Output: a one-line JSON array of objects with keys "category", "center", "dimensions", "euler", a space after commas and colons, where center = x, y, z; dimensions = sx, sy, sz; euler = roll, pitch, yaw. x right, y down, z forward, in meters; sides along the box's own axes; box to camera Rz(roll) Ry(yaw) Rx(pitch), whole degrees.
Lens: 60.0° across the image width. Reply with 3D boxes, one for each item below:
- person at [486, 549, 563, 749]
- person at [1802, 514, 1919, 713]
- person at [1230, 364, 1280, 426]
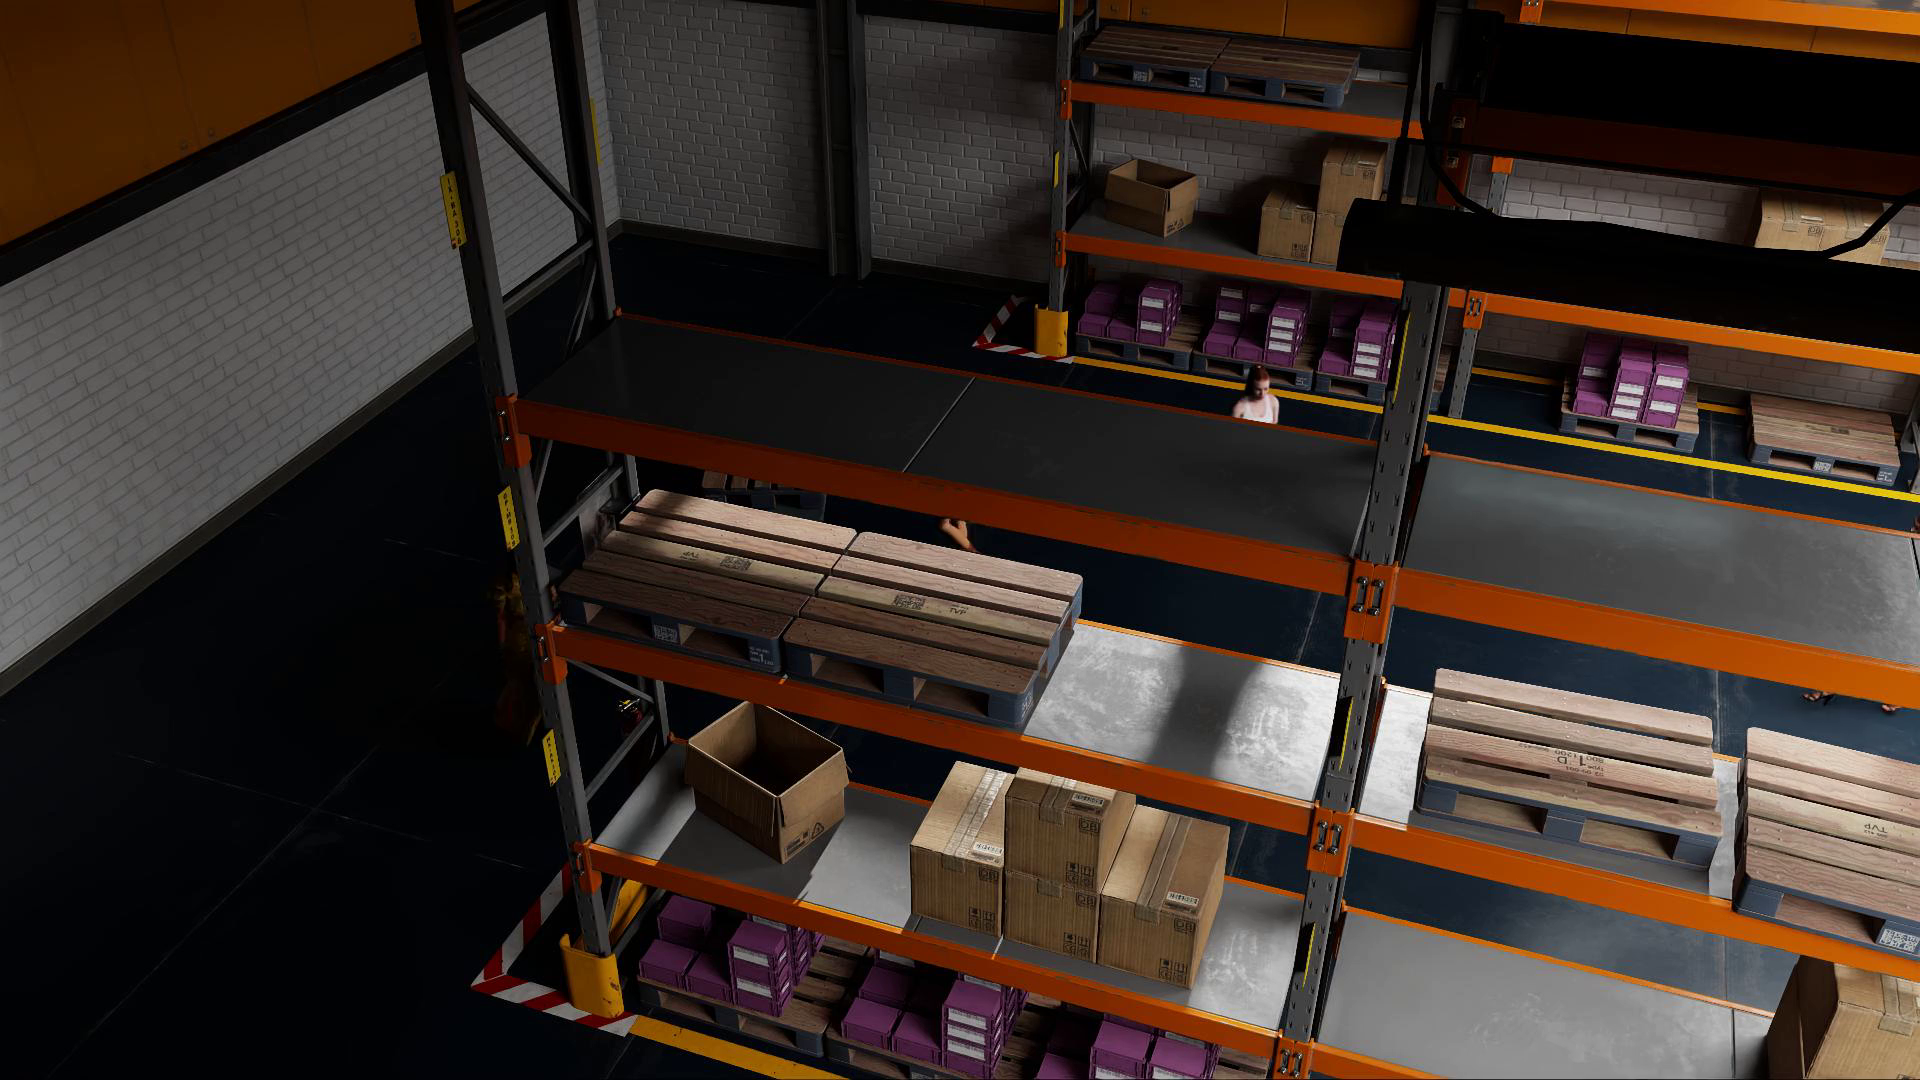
[{"category": "person", "center": [-3.033, 0.659, 11.608], "dimensions": [0.959, 1.635, 0.985], "euler": [-27, 42, -35]}, {"category": "person", "center": [6.712, 0.551, 11.720], "dimensions": [1.103, 1.692, 0.884], "euler": [-4, 34, -5]}, {"category": "person", "center": [2.343, -0.646, 13.472], "dimensions": [0.632, 1.746, 0.719], "euler": [-10, 35, -14]}]
